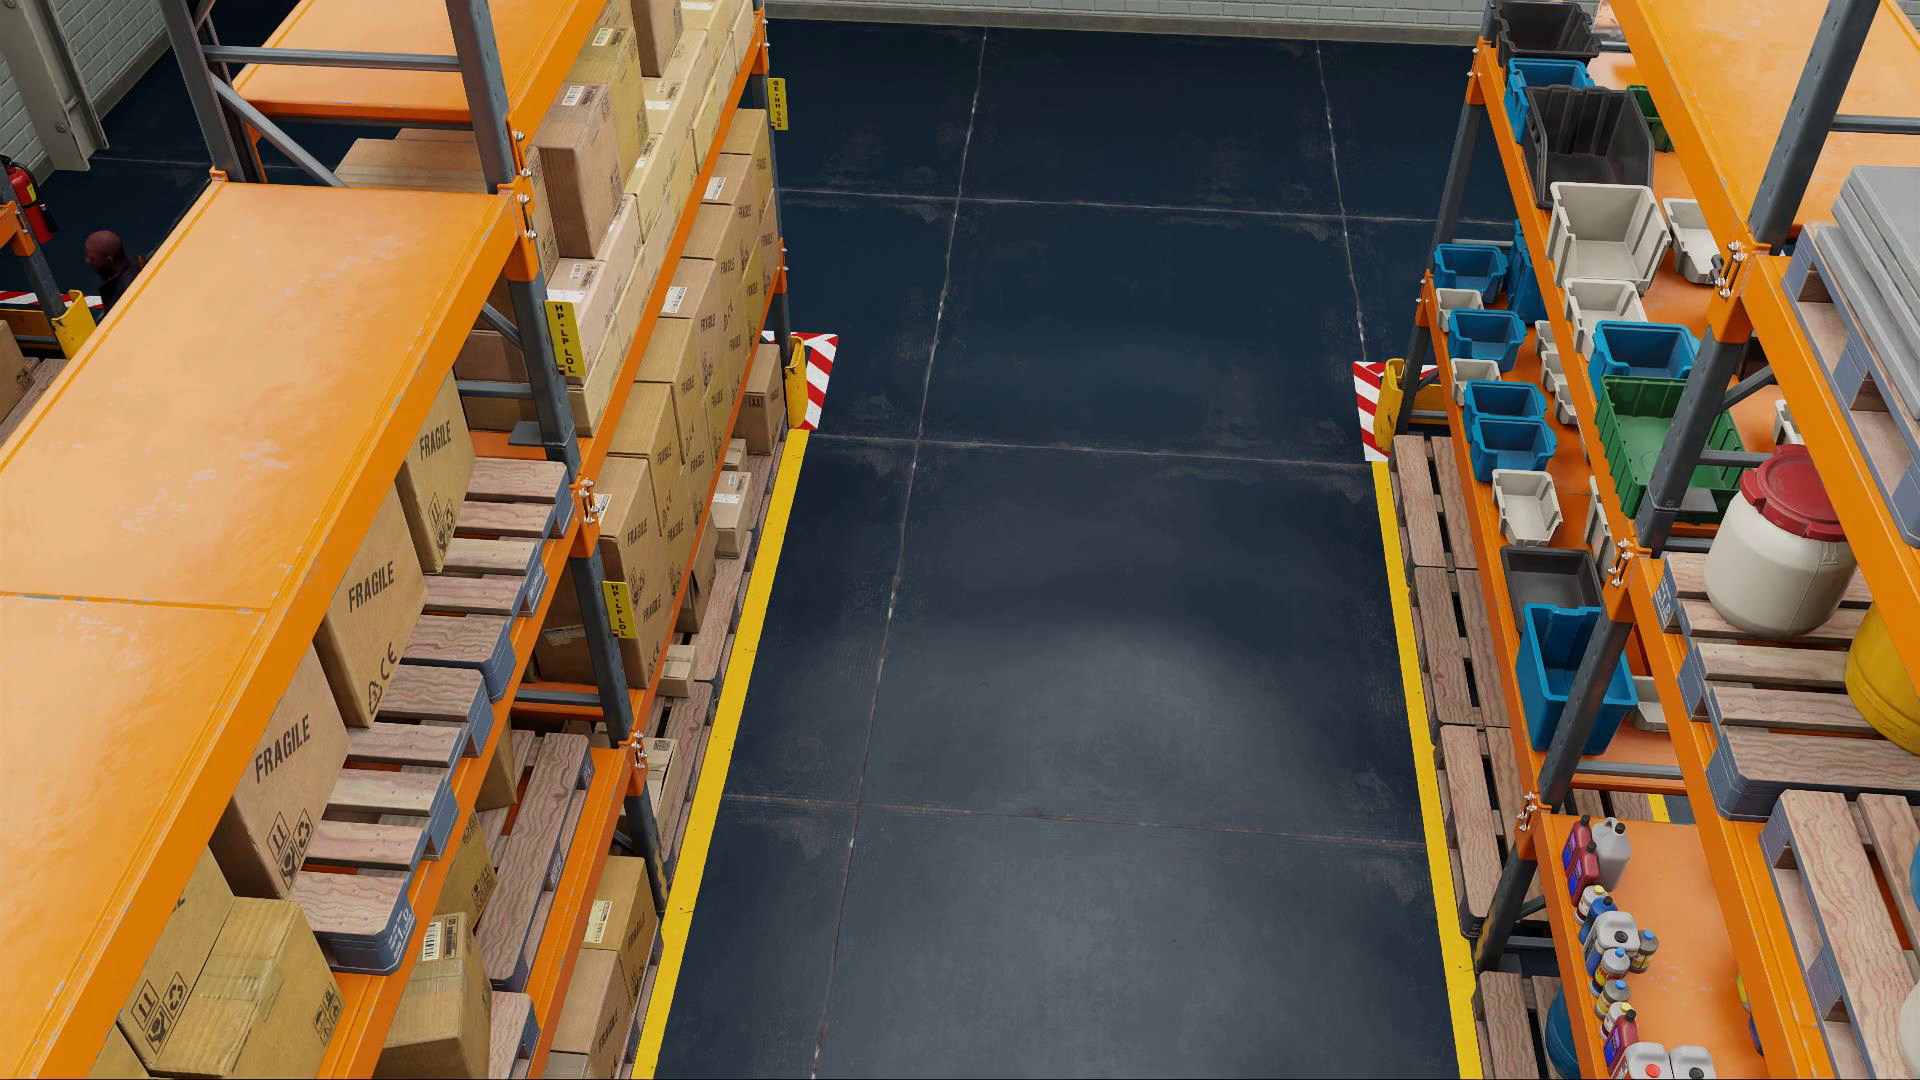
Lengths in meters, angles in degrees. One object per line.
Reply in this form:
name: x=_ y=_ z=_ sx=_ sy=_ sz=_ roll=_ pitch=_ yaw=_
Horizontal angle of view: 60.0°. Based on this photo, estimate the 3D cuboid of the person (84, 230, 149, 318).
person: x=-4.854 y=-1.113 z=10.070 sx=0.850 sy=1.818 sz=0.748 roll=-22 pitch=47 yaw=-22
